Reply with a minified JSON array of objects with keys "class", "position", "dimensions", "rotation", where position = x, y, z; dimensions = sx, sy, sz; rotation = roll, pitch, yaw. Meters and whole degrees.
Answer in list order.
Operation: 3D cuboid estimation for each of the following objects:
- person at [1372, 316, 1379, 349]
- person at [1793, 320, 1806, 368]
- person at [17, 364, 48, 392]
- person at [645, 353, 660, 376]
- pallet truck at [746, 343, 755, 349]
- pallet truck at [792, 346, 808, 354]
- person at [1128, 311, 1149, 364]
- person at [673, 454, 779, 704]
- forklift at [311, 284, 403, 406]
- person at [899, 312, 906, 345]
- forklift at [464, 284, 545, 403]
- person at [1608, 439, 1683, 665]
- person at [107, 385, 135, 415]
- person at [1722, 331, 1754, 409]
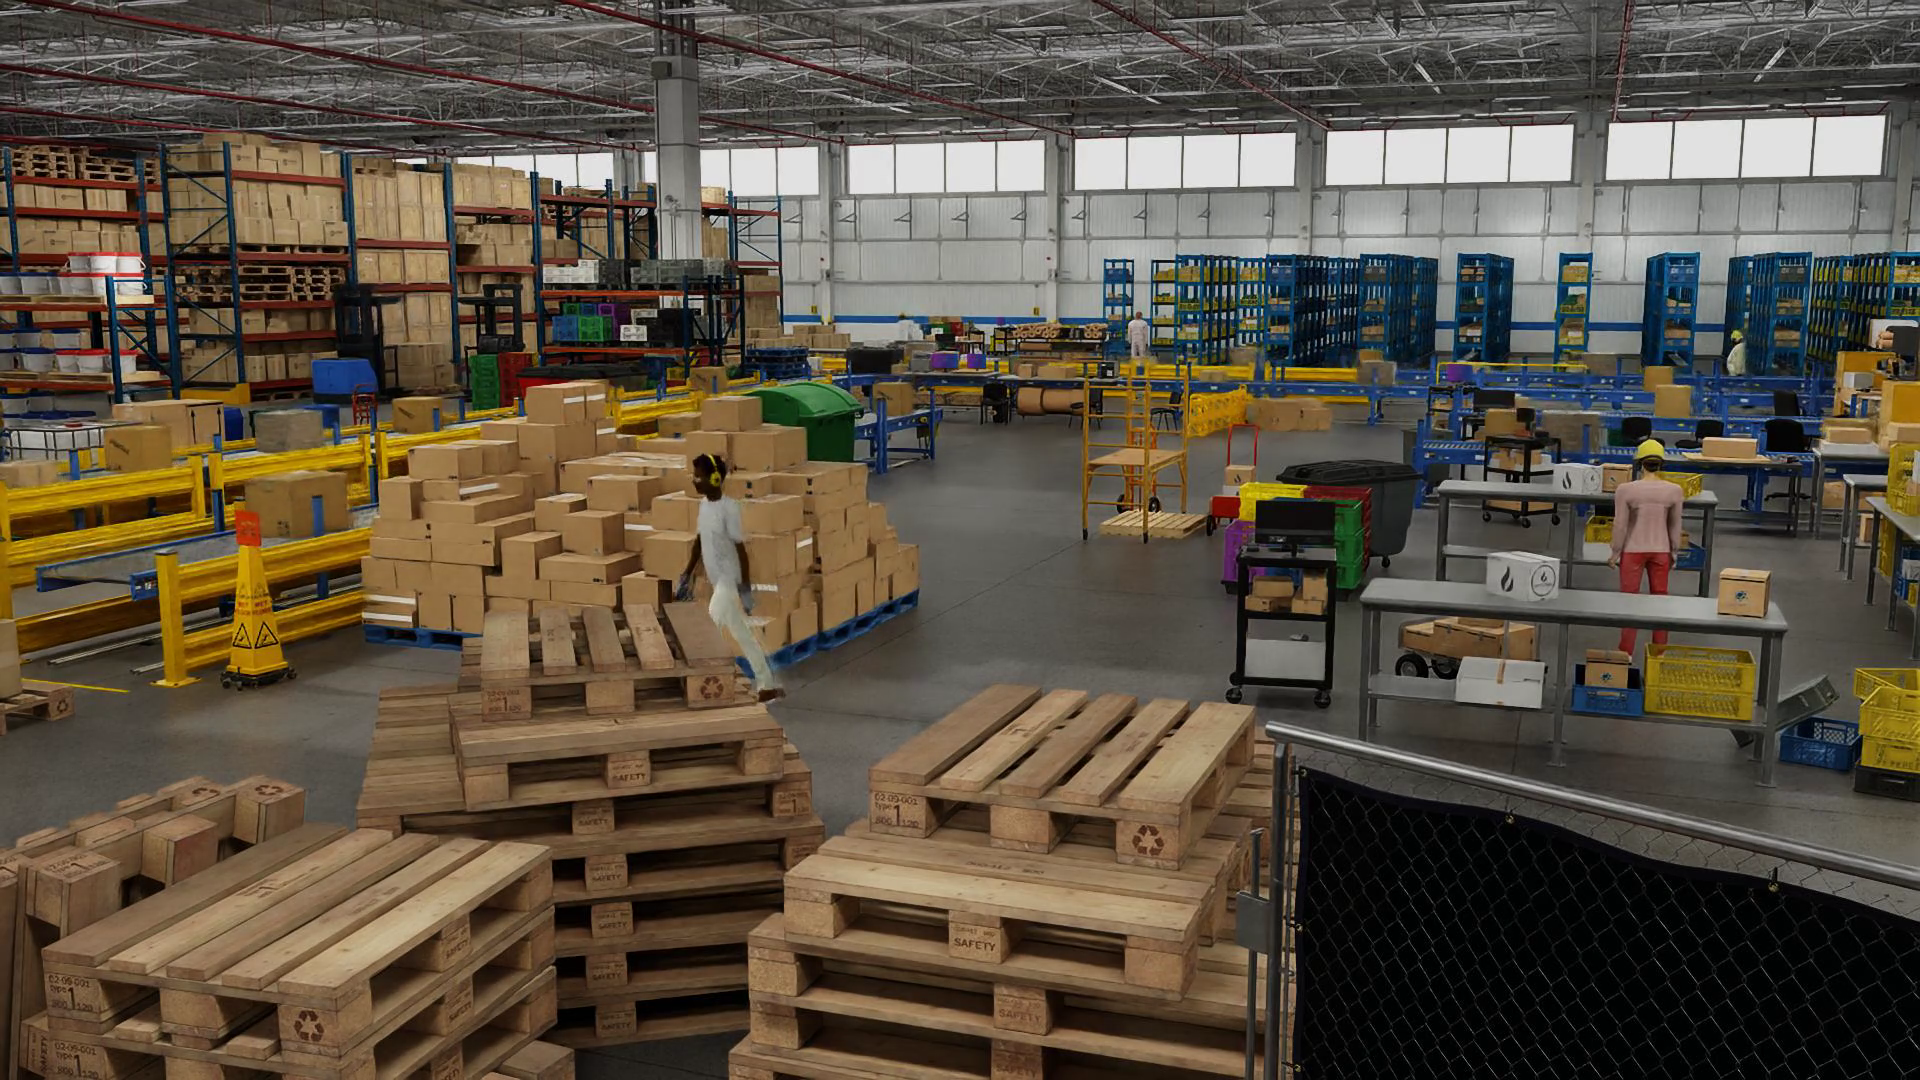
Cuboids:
[{"class":"person","position":[13.160,-6.338,52.735],"dimensions":[0.434,1.977,0.602],"rotation":[3,10,20]},{"class":"person","position":[23.342,-5.250,46.296],"dimensions":[0.375,1.843,0.570],"rotation":[7,11,36]},{"class":"person","position":[-18.849,-3.166,33.765],"dimensions":[0.727,1.653,0.536],"rotation":[4,10,26]},{"class":"person","position":[-8.233,-4.895,44.725],"dimensions":[0.507,1.632,0.268],"rotation":[0,9,1]},{"class":"pallet truck","position":[-6.183,-4.618,44.264],"dimensions":[1.601,1.201,0.680],"rotation":[-9,12,-43]},{"class":"pallet truck","position":[-3.705,-4.298,42.022],"dimensions":[0.653,1.274,1.630],"rotation":[3,10,20]},{"class":"person","position":[5.604,-6.208,52.121],"dimensions":[0.651,1.906,0.403],"rotation":[4,10,24]},{"class":"person","position":[-1.701,0.312,11.473],"dimensions":[1.021,1.808,0.494],"rotation":[-5,10,-28]},{"class":"forklift","position":[-14.180,-4.590,38.912],"dimensions":[1.129,2.768,1.873],"rotation":[3,10,20]},{"class":"person","position":[-1.980,-7.409,60.330],"dimensions":[0.647,1.703,0.503],"rotation":[5,10,28]},{"class":"forklift","position":[-10.832,-4.702,39.610],"dimensions":[1.129,2.768,1.873],"rotation":[3,10,20]},{"class":"person","position":[5.328,0.100,12.957],"dimensions":[0.535,1.766,0.321],"rotation":[0,9,3]},{"class":"person","position":[-14.106,-2.266,28.122],"dimensions":[0.541,1.673,0.757],"rotation":[3,10,20]},{"class":"person","position":[17.598,-3.856,37.751],"dimensions":[0.952,1.780,0.615],"rotation":[4,10,25]}]
